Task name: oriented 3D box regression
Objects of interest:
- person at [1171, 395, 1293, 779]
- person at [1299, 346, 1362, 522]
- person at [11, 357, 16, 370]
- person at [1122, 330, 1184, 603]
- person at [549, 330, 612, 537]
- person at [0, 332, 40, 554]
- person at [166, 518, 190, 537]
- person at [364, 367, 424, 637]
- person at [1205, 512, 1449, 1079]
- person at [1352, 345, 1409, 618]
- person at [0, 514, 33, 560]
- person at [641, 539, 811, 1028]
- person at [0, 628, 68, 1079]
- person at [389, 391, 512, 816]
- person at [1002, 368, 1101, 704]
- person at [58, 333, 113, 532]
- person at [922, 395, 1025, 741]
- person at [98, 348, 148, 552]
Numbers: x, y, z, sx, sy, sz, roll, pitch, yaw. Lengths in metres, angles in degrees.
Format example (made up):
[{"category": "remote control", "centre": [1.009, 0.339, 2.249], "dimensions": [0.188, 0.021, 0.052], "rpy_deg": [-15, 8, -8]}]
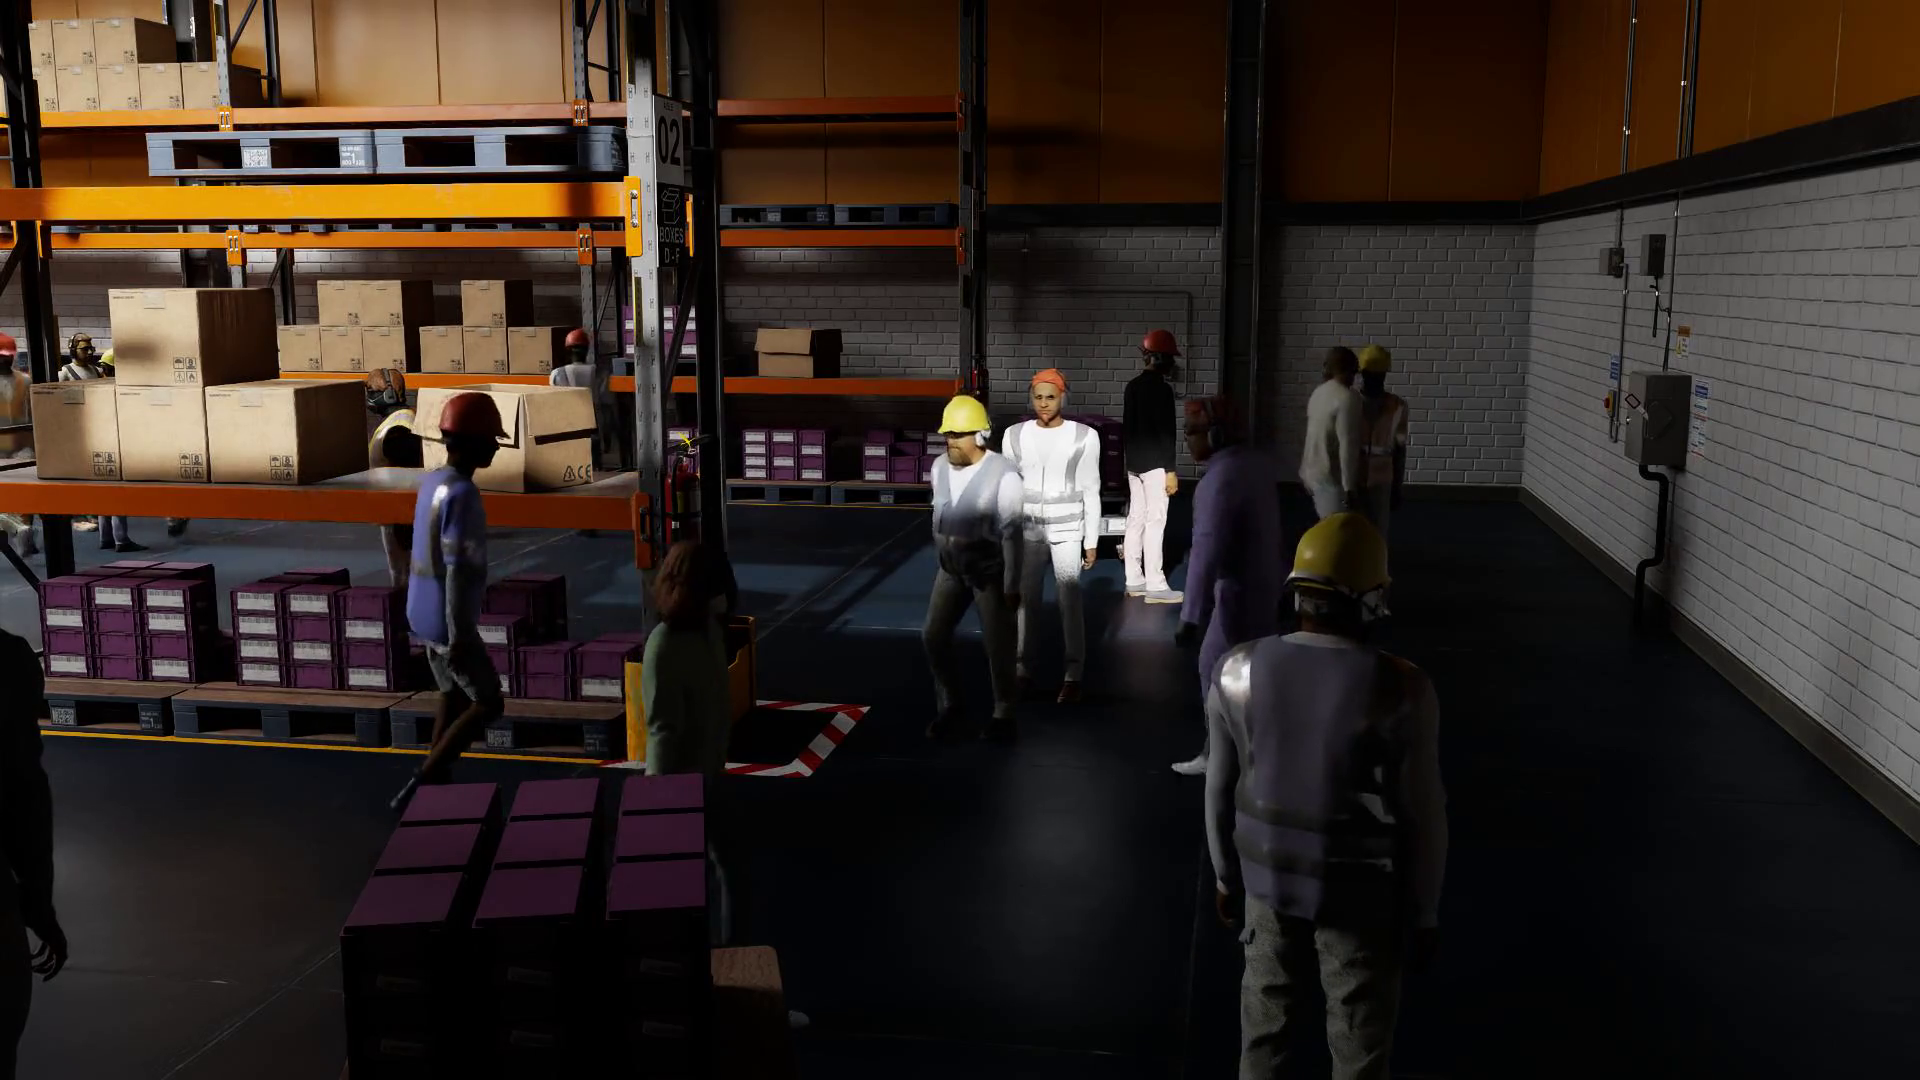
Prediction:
[{"category": "person", "centre": [1.244, 0.269, 7.602], "dimensions": [0.766, 1.850, 0.670], "rpy_deg": [4, 10, 23]}, {"category": "person", "centre": [2.585, -0.394, 11.569], "dimensions": [0.424, 1.902, 0.656], "rpy_deg": [-1, 9, -7]}, {"category": "person", "centre": [-10.408, -1.490, 17.928], "dimensions": [0.679, 2.000, 0.537], "rpy_deg": [1, 9, 6]}, {"category": "person", "centre": [1.416, -0.538, 12.182], "dimensions": [0.392, 1.988, 0.609], "rpy_deg": [-4, 10, -22]}, {"category": "person", "centre": [-3.526, -0.995, 15.378], "dimensions": [0.574, 1.866, 1.013], "rpy_deg": [-4, 10, -23]}, {"category": "person", "centre": [-8.250, -0.848, 14.381], "dimensions": [0.555, 1.912, 0.865], "rpy_deg": [-7, 12, -39]}, {"category": "person", "centre": [-7.122, -0.889, 15.064], "dimensions": [0.599, 1.780, 0.845], "rpy_deg": [-4, 10, -23]}, {"category": "person", "centre": [-3.445, -0.135, 10.172], "dimensions": [0.428, 1.837, 0.625], "rpy_deg": [-3, 10, -20]}, {"category": "person", "centre": [0.904, 0.842, 4.109], "dimensions": [0.600, 1.829, 0.404], "rpy_deg": [6, 11, 32]}, {"category": "person", "centre": [2.886, -0.440, 11.859], "dimensions": [0.603, 1.915, 0.724], "rpy_deg": [1, 9, 4]}, {"category": "person", "centre": [-7.972, -0.648, 13.349], "dimensions": [0.766, 1.837, 0.526], "rpy_deg": [-3, 10, -19]}, {"category": "person", "centre": [-0.907, 0.774, 5.247], "dimensions": [0.777, 1.599, 0.499], "rpy_deg": [2, 9, 15]}, {"category": "person", "centre": [-2.277, 0.865, 3.637], "dimensions": [0.372, 1.940, 0.631], "rpy_deg": [6, 11, 35]}, {"category": "person", "centre": [-2.112, 0.332, 7.028], "dimensions": [0.506, 1.909, 0.607], "rpy_deg": [-5, 10, -27]}, {"category": "person", "centre": [0.504, -0.021, 9.328], "dimensions": [0.579, 1.878, 0.346], "rpy_deg": [3, 10, 19]}, {"category": "person", "centre": [-8.152, -1.006, 15.530], "dimensions": [0.344, 1.846, 0.506], "rpy_deg": [3, 9, 15]}, {"category": "person", "centre": [0.077, 0.158, 8.476], "dimensions": [0.602, 1.796, 0.570], "rpy_deg": [8, 12, 40]}, {"category": "person", "centre": [-7.276, -0.777, 14.394], "dimensions": [0.522, 1.758, 0.350], "rpy_deg": [7, 12, 38]}]
